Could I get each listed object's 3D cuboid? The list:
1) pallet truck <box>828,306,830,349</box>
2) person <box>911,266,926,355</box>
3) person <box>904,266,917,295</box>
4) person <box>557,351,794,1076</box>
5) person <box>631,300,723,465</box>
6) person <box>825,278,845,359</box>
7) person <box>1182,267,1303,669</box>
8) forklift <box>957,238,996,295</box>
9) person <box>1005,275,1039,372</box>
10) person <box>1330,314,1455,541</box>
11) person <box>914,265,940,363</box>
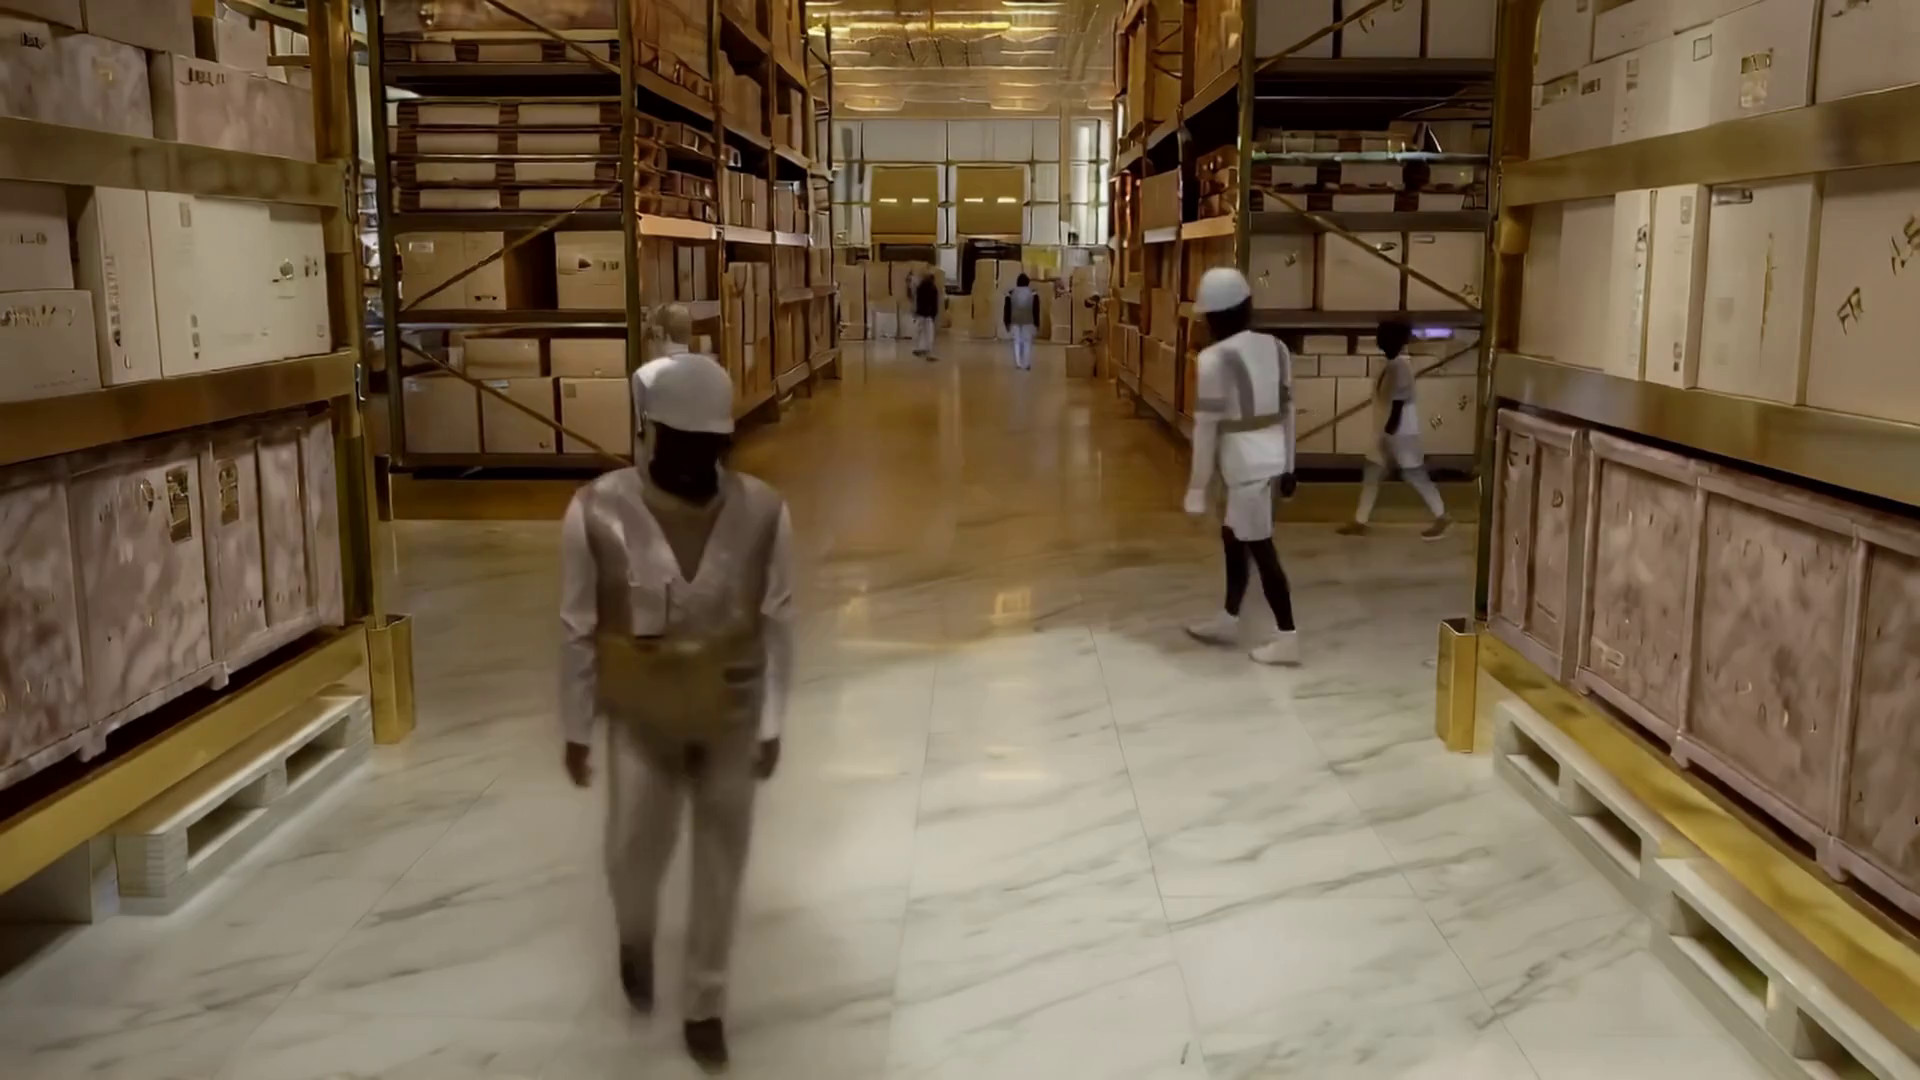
[{"bbox_3d":[-3.100,-3.940,29.800,1.885,1.965,0.823,3,10,19],"label":"pallet truck"},{"bbox_3d":[-0.825,-5.025,36.480,0.352,1.937,0.635,7,12,37],"label":"person"},{"bbox_3d":[-1.425,-6.740,46.812,0.561,1.926,0.632,-3,10,-18],"label":"person"},{"bbox_3d":[-0.716,0.423,4.232,0.595,1.812,0.539,-3,10,-17],"label":"person"},{"bbox_3d":[-1.373,-0.257,8.242,0.384,1.838,0.567,6,11,34],"label":"person"},{"bbox_3d":[-2.644,-4.634,34.849,0.321,1.698,0.537,-7,12,-38],"label":"person"},{"bbox_3d":[1.390,-0.360,8.365,0.840,1.992,0.640,8,12,40],"label":"person"},{"bbox_3d":[0.728,-8.852,56.586,1.129,2.768,1.873,-4,10,-24],"label":"forklift"},{"bbox_3d":[1.150,-4.031,30.973,0.646,1.793,0.954,1,10,6],"label":"person"},{"bbox_3d":[3.201,-0.804,12.060,0.872,1.658,0.532,0,9,2],"label":"person"},{"bbox_3d":[-0.679,-4.541,33.469,0.643,1.976,0.619,7,12,36],"label":"person"}]
